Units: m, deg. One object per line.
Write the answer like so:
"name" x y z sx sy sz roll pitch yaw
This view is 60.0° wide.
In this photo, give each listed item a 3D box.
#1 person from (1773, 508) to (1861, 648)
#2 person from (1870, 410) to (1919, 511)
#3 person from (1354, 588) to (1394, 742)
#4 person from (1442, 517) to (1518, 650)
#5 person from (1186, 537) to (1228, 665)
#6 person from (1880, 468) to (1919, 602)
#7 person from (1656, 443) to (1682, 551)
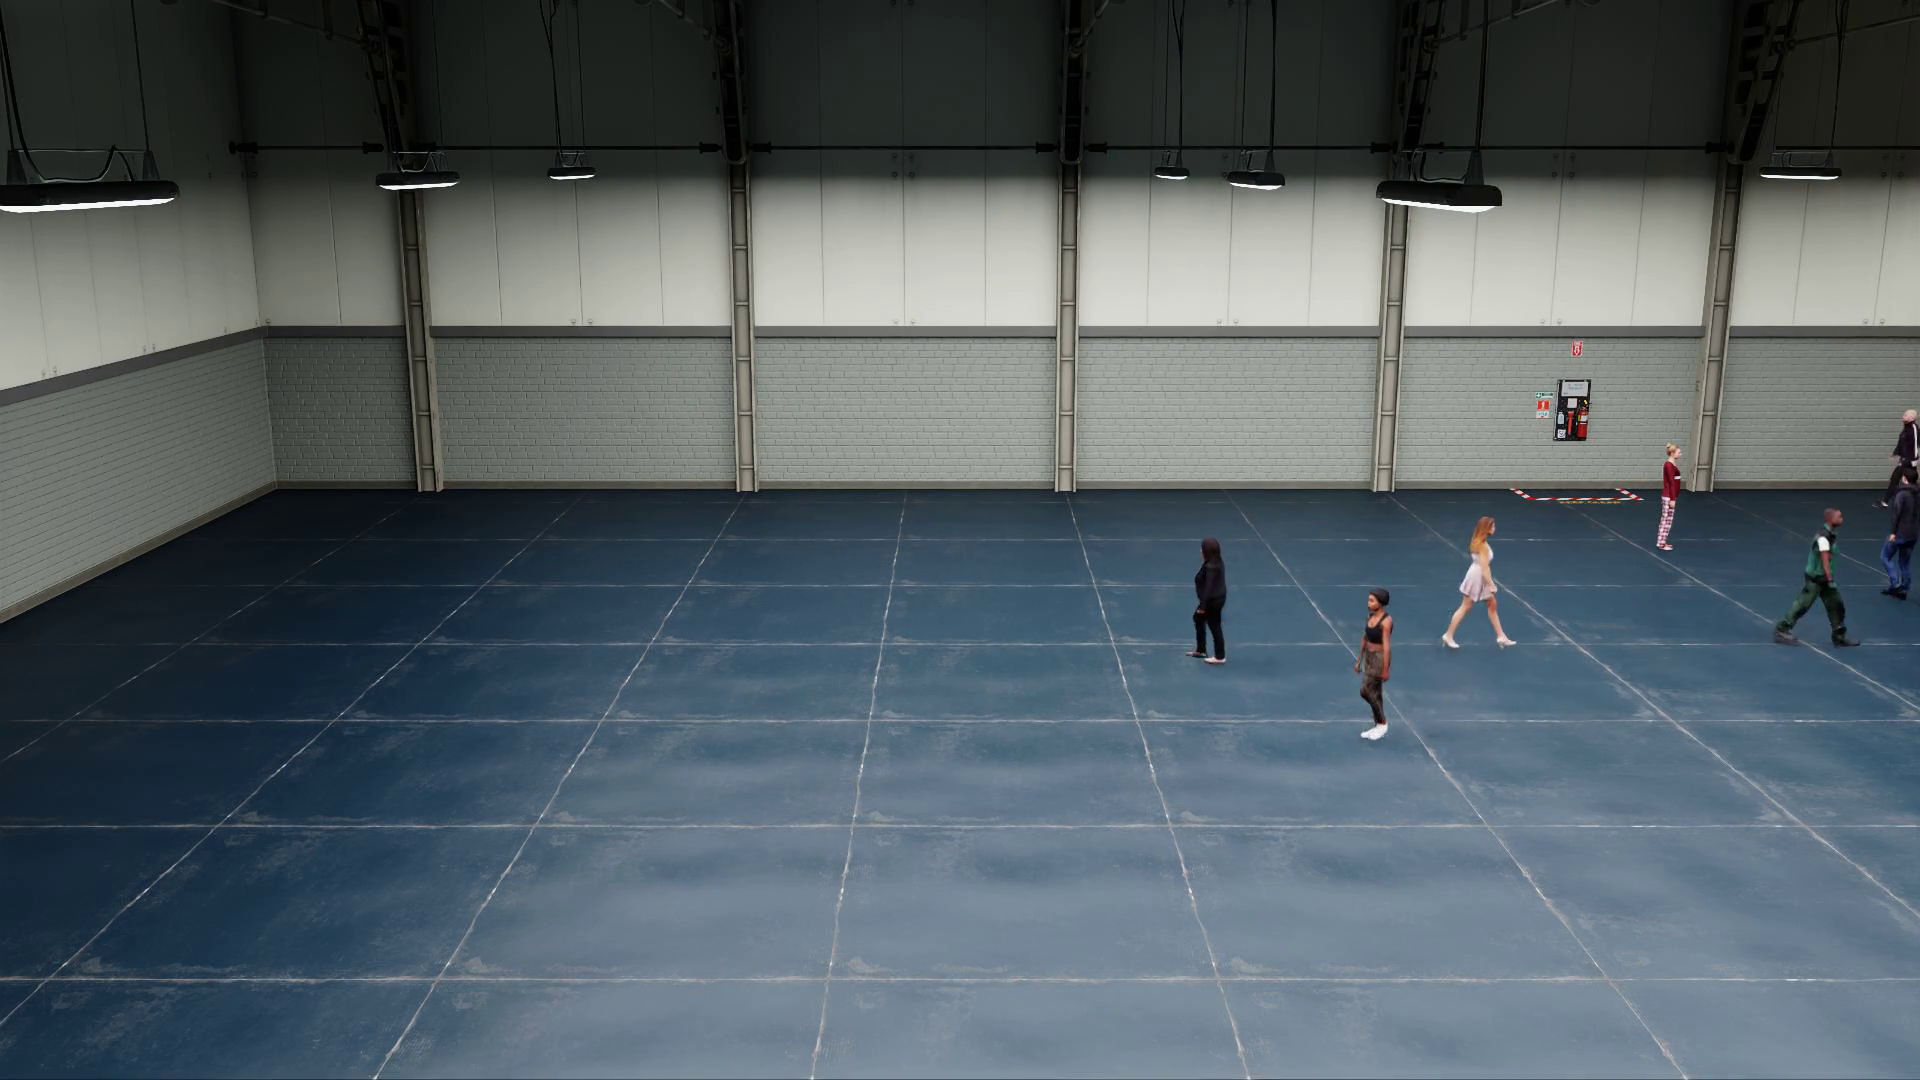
"person" 10.879 0.501 21.227 1.307 1.788 1.172 10 16 37
"person" 16.803 -1.373 29.299 1.173 1.796 0.917 5 14 19
"person" 4.559 1.325 17.883 0.661 1.691 0.642 -3 13 -12
"person" 6.437 0.590 21.001 1.185 1.717 0.788 4 14 16
"person" 3.200 0.762 20.522 0.792 1.597 0.734 2 13 10
"person" 13.371 -0.056 23.438 0.660 1.875 0.818 -4 13 -15
"person" 11.362 -0.703 26.622 0.623 1.699 0.685 5 14 19
